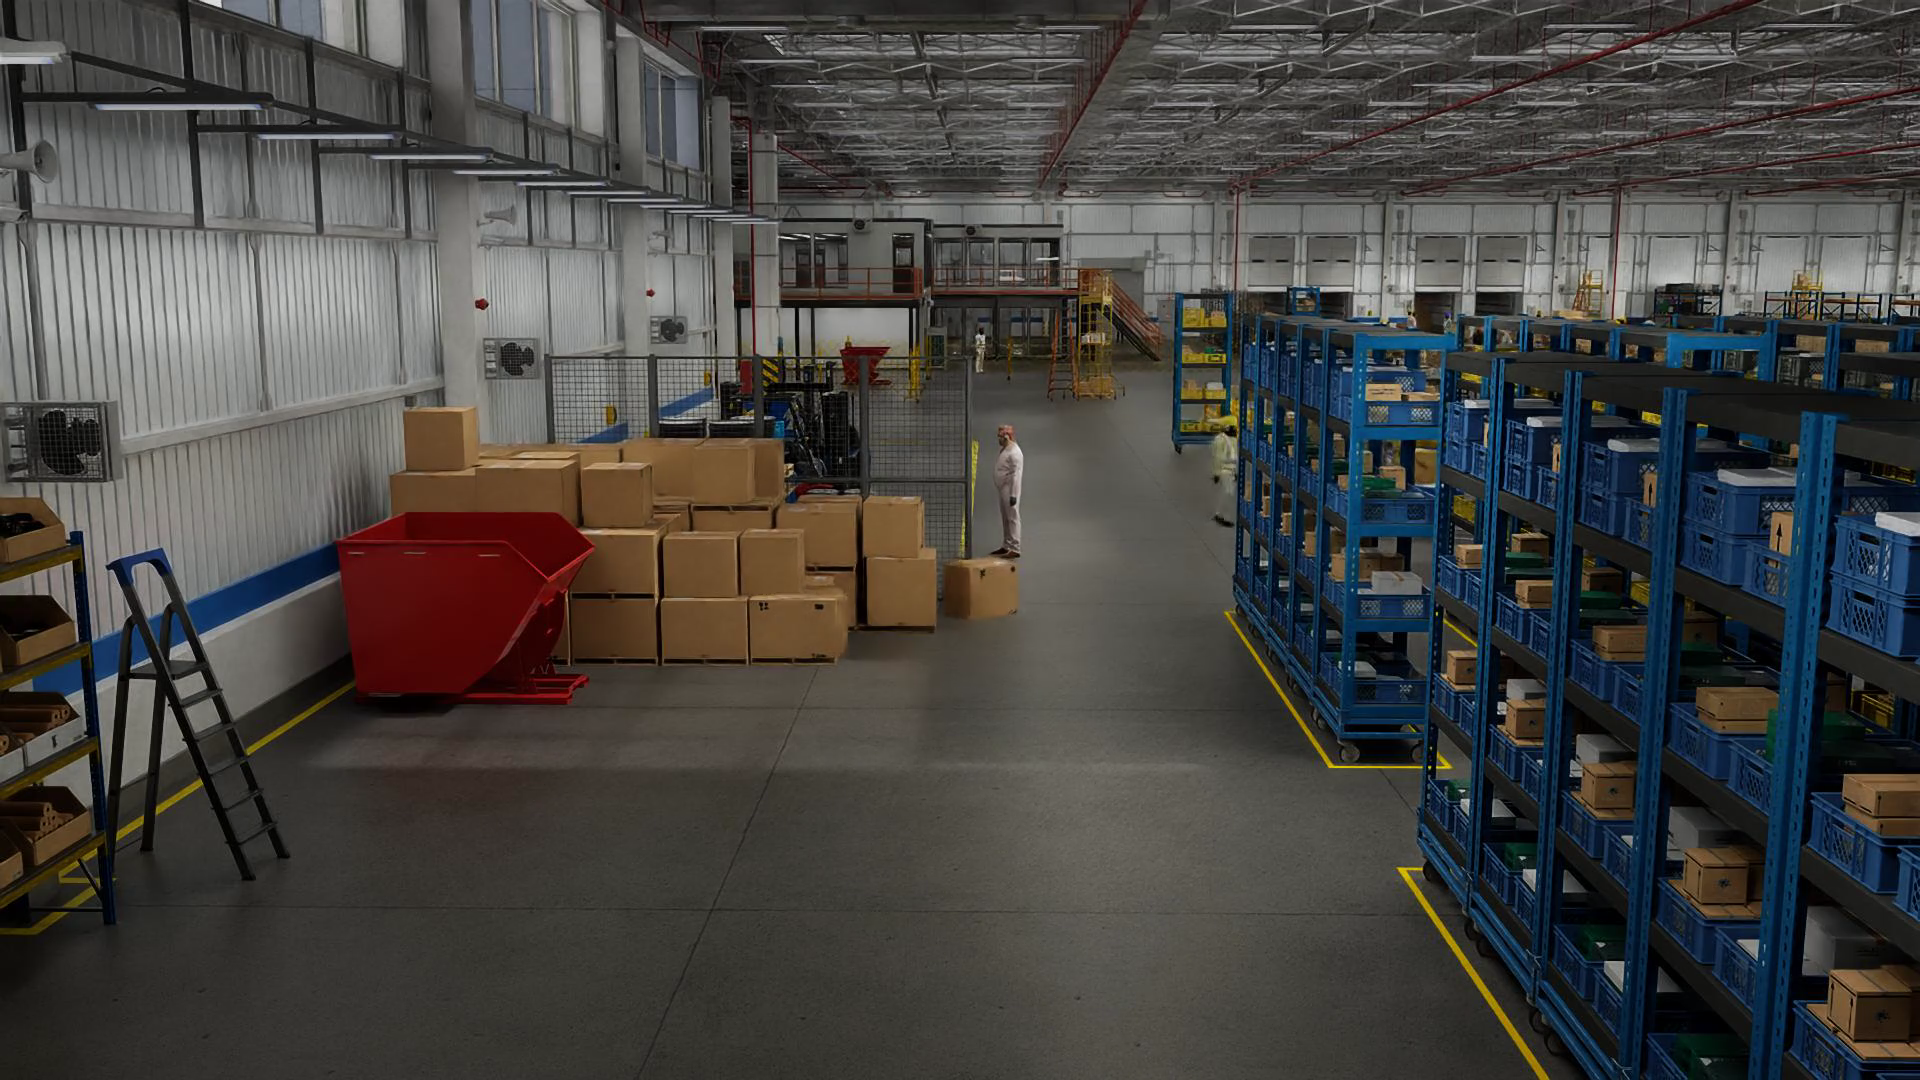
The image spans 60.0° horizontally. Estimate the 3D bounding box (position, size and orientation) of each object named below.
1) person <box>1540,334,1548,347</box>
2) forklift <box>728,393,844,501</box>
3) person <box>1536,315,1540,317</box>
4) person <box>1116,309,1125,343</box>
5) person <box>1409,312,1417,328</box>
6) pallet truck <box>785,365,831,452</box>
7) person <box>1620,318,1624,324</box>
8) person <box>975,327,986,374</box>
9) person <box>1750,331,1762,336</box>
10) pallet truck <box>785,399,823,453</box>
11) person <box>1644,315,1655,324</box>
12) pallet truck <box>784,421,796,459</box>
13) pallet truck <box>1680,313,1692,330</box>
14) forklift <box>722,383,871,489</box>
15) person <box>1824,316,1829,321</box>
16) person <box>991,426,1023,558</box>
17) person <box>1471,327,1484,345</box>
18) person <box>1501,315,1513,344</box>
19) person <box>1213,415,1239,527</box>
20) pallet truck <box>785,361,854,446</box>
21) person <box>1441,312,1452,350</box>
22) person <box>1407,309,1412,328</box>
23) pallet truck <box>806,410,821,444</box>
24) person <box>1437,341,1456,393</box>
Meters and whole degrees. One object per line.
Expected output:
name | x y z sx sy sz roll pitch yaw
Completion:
person | 25.112 -8.350 71.501 0.311 1.768 0.532 8 12 42
forklift | -2.979 -1.316 26.476 2.680 1.987 1.157 0 9 1
person | 31.366 -11.356 90.253 0.315 1.696 0.541 4 10 22
person | 9.131 -12.162 94.492 0.552 1.933 0.368 0 9 1
person | 23.950 -11.104 87.958 0.359 1.938 0.632 0 9 0
pallet truck | -3.774 -2.976 37.635 1.885 1.965 0.823 1 9 5
person | 30.885 -9.432 77.710 0.585 1.918 0.394 6 11 34
person | 0.822 -7.499 65.891 0.362 1.883 0.575 7 11 36
person | 34.757 -8.574 72.616 0.404 1.851 0.549 -6 11 -35
pallet truck | -3.814 -2.432 36.419 1.630 1.274 0.653 0 9 1
person | 33.747 -10.039 81.458 0.391 1.927 0.644 -5 10 -28
pallet truck | -4.013 -1.793 32.705 1.601 1.201 0.680 0 9 1
pallet truck | 36.315 -10.531 84.244 0.823 1.965 1.885 -6 11 -33
forklift | -2.893 -1.687 28.729 2.680 1.987 1.157 0 9 -1
person | 42.937 -10.147 82.303 1.022 1.852 0.594 0 9 0
person | 0.674 -0.690 23.829 0.400 1.905 0.643 -3 10 -16
person | 20.470 -7.513 65.679 0.633 1.979 0.460 9 13 44
person | 28.615 -10.818 86.609 0.949 1.798 0.656 1 9 6
person | 4.279 -1.092 26.558 0.438 1.814 0.631 6 11 34
pallet truck | -3.410 -3.193 38.978 1.885 1.965 0.823 0 9 -1
person | 25.142 -10.767 85.848 0.389 1.949 0.603 -2 9 -14
person | 25.609 -12.188 94.711 0.394 1.921 0.584 7 12 37
pallet truck | -3.559 -2.018 33.905 1.522 1.261 0.704 0 9 -1
person | 16.050 -5.708 54.513 1.043 2.004 0.623 8 12 40
